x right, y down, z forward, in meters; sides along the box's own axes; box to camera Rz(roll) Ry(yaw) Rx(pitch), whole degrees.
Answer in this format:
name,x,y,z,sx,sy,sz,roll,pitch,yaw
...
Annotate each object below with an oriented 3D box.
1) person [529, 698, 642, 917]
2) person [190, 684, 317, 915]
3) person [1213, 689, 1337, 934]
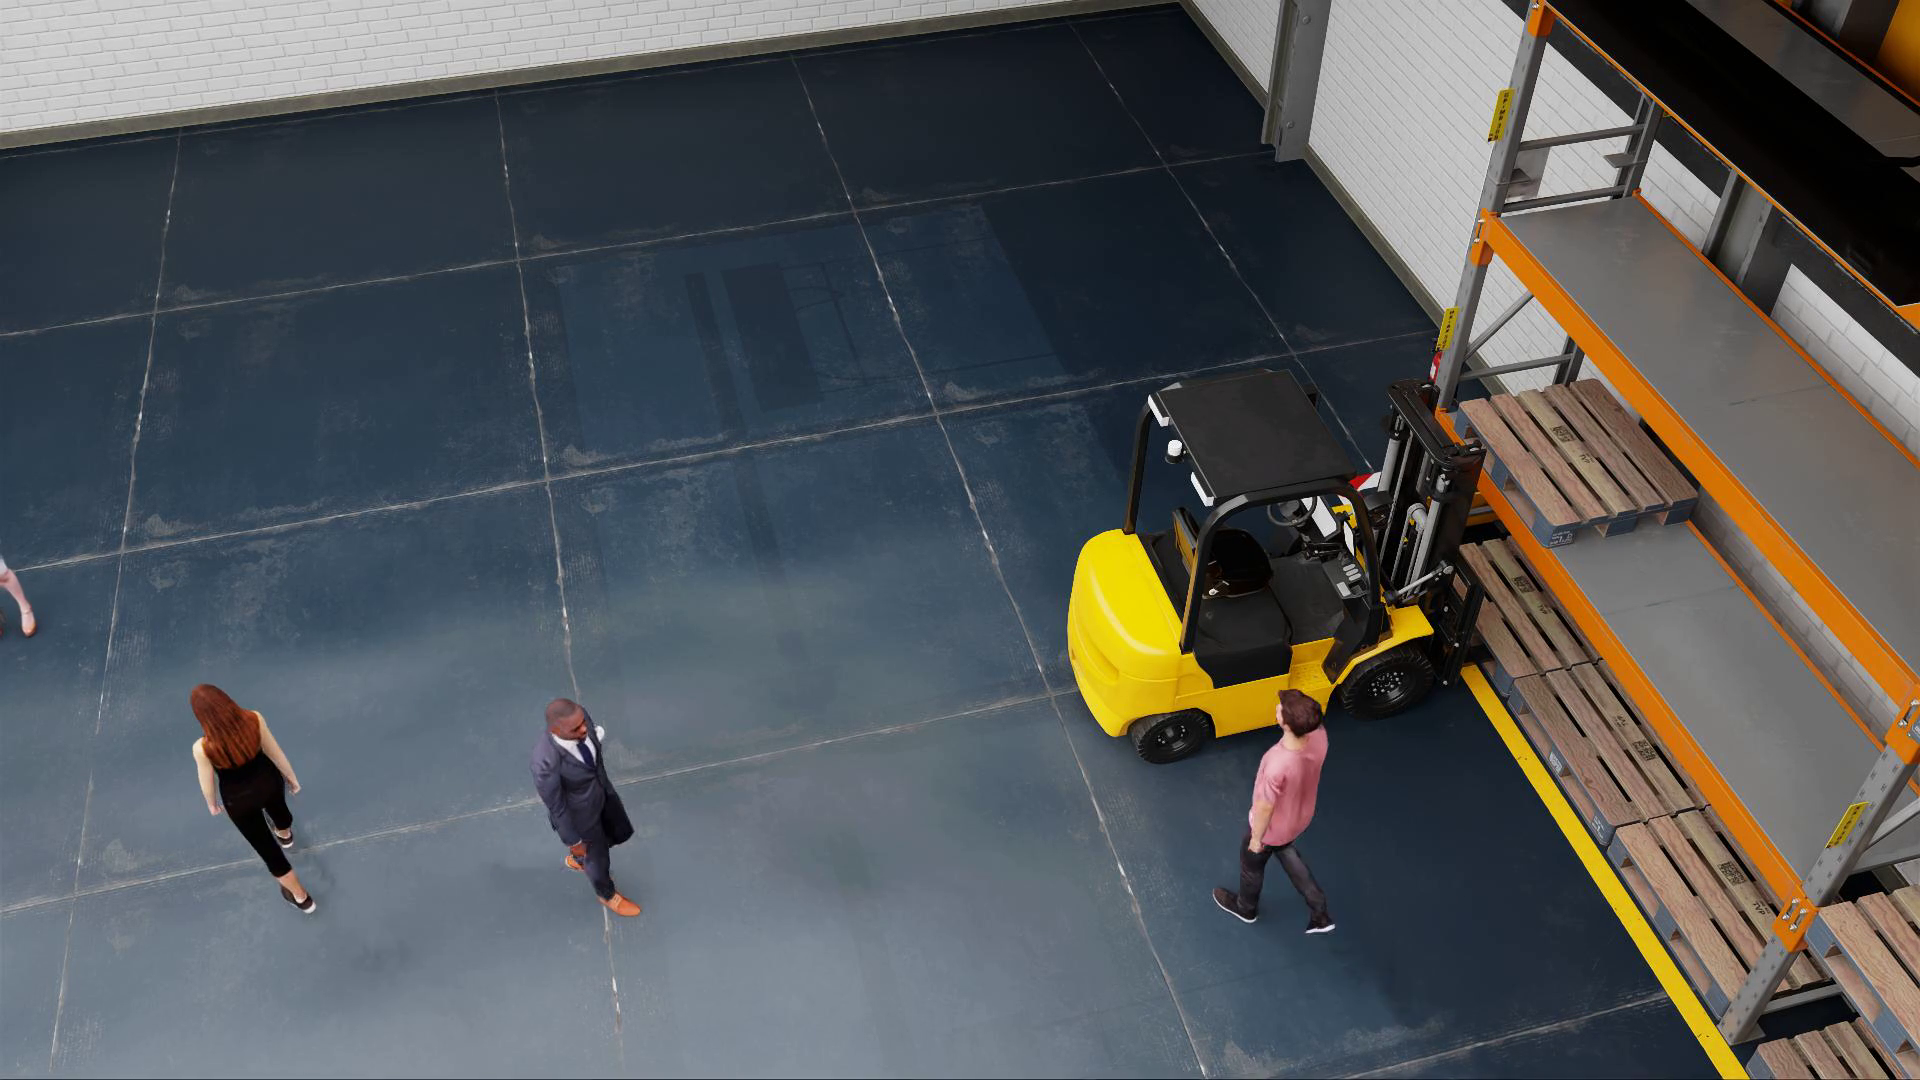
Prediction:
name,x,y,z,sx,sy,sz,roll,pitch,yaw
person,-2.138,1.440,9.121,0.924,1.806,0.845,10,45,11
person,-3.859,1.457,9.179,1.082,1.701,0.917,33,53,30
person,1.787,1.529,8.926,1.077,1.945,0.923,34,53,31
